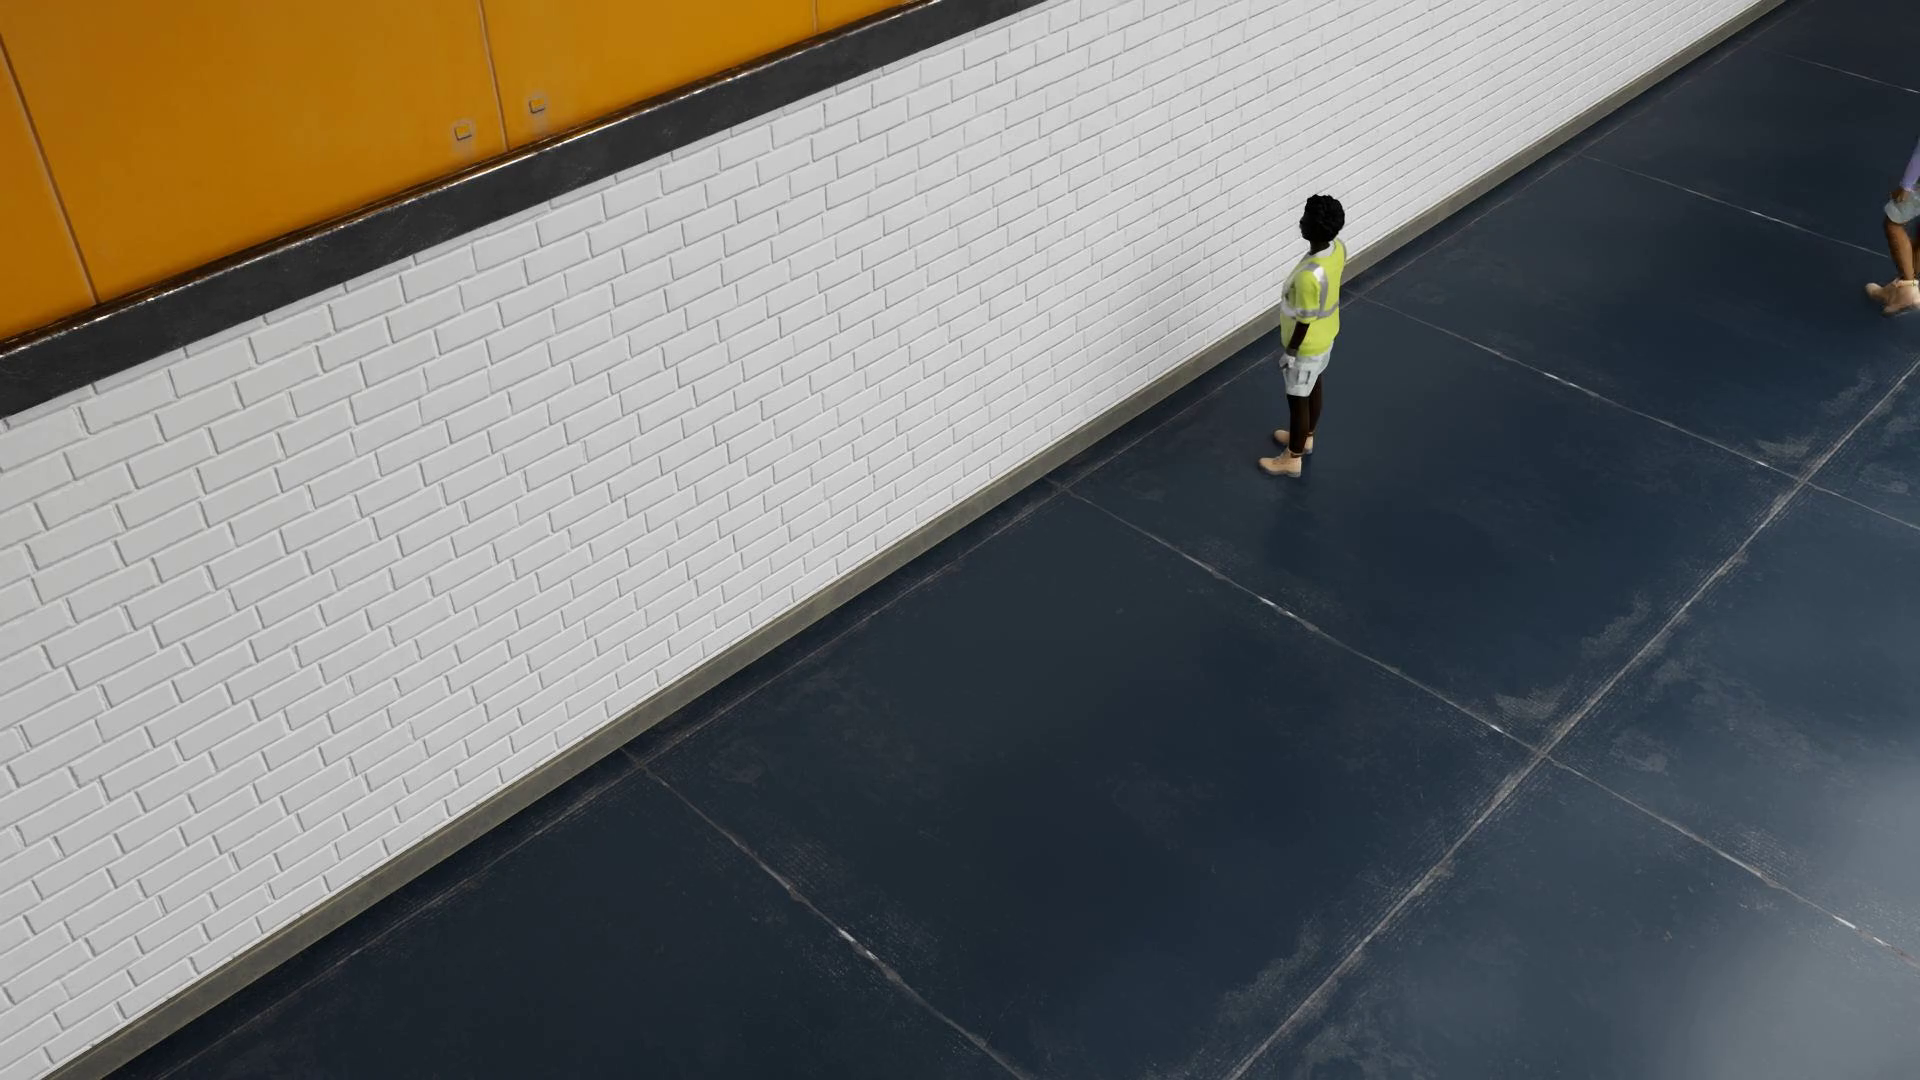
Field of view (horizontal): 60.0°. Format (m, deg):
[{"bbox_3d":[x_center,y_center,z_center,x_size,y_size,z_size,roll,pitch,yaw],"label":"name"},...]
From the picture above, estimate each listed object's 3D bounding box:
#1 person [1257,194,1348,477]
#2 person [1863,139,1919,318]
[{"bbox_3d":[1.907,-1.121,9.175,0.320,1.697,0.531,19,42,22],"label":"person"},{"bbox_3d":[6.162,-2.275,10.370,0.629,2.008,0.553,-4,39,-5],"label":"person"}]
